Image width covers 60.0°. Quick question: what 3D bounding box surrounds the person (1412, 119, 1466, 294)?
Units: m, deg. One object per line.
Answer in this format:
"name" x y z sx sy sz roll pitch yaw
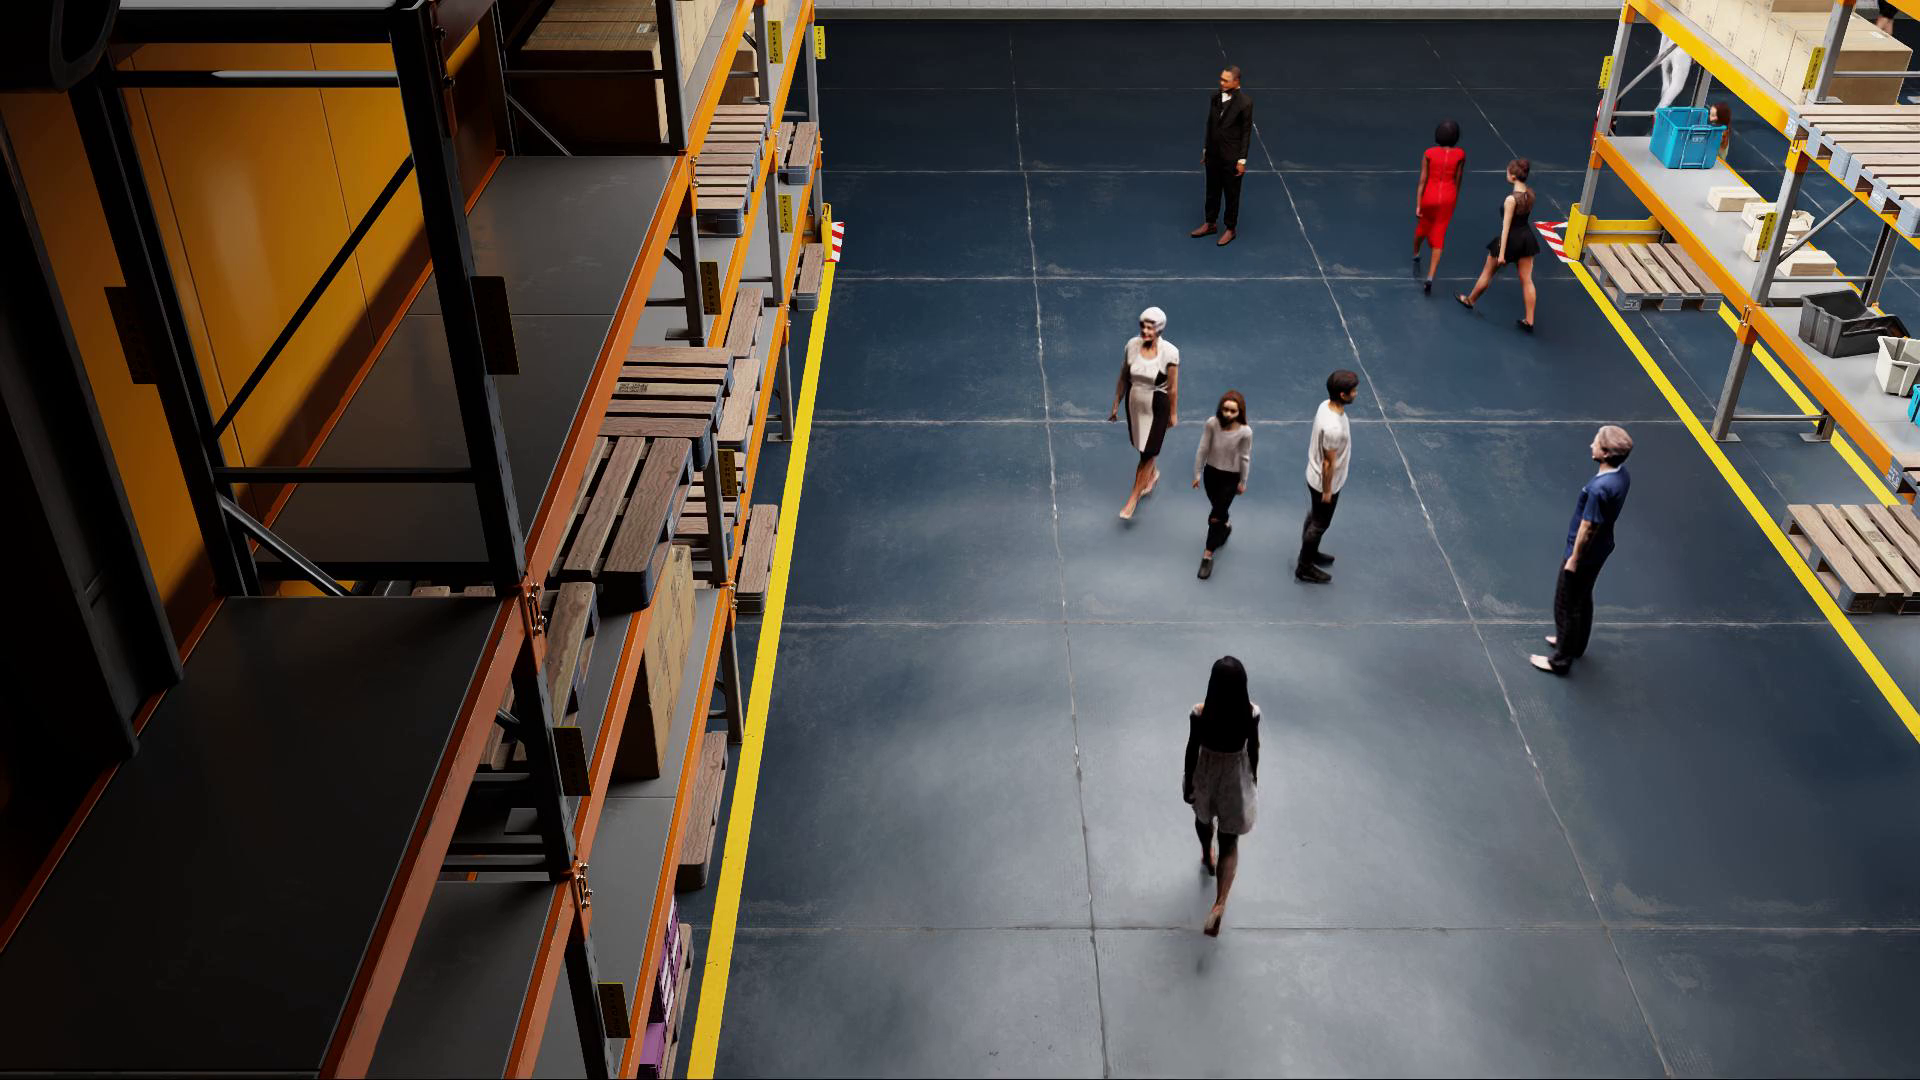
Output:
"person" 4.753 -3.277 16.524 0.718 1.706 1.121 6 34 9

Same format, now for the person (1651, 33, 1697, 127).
"person" 8.812 -5.944 20.495 0.975 1.751 1.053 26 42 34

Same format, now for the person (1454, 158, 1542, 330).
"person" 5.329 -2.774 15.829 1.058 1.636 1.211 -20 38 -27

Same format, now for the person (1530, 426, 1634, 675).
"person" 4.292 0.071 11.344 0.805 1.864 0.695 20 39 27

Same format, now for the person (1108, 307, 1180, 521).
"person" 1.525 -1.055 13.170 0.999 1.719 1.125 21 39 28

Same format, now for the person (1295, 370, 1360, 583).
"person" 2.697 -0.481 12.305 0.722 1.718 0.525 5 34 8

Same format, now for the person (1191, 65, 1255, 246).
"person" 2.814 -4.084 17.560 0.858 1.902 0.791 -28 42 -35

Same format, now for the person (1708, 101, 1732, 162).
"person" 8.061 -3.931 17.755 1.016 1.431 1.030 23 40 30

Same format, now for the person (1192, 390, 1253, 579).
"person" 2.002 -0.511 12.589 0.828 1.455 1.006 17 37 24

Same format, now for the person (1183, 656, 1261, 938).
"person" 1.479 1.450 9.378 0.701 1.744 1.170 4 34 5
